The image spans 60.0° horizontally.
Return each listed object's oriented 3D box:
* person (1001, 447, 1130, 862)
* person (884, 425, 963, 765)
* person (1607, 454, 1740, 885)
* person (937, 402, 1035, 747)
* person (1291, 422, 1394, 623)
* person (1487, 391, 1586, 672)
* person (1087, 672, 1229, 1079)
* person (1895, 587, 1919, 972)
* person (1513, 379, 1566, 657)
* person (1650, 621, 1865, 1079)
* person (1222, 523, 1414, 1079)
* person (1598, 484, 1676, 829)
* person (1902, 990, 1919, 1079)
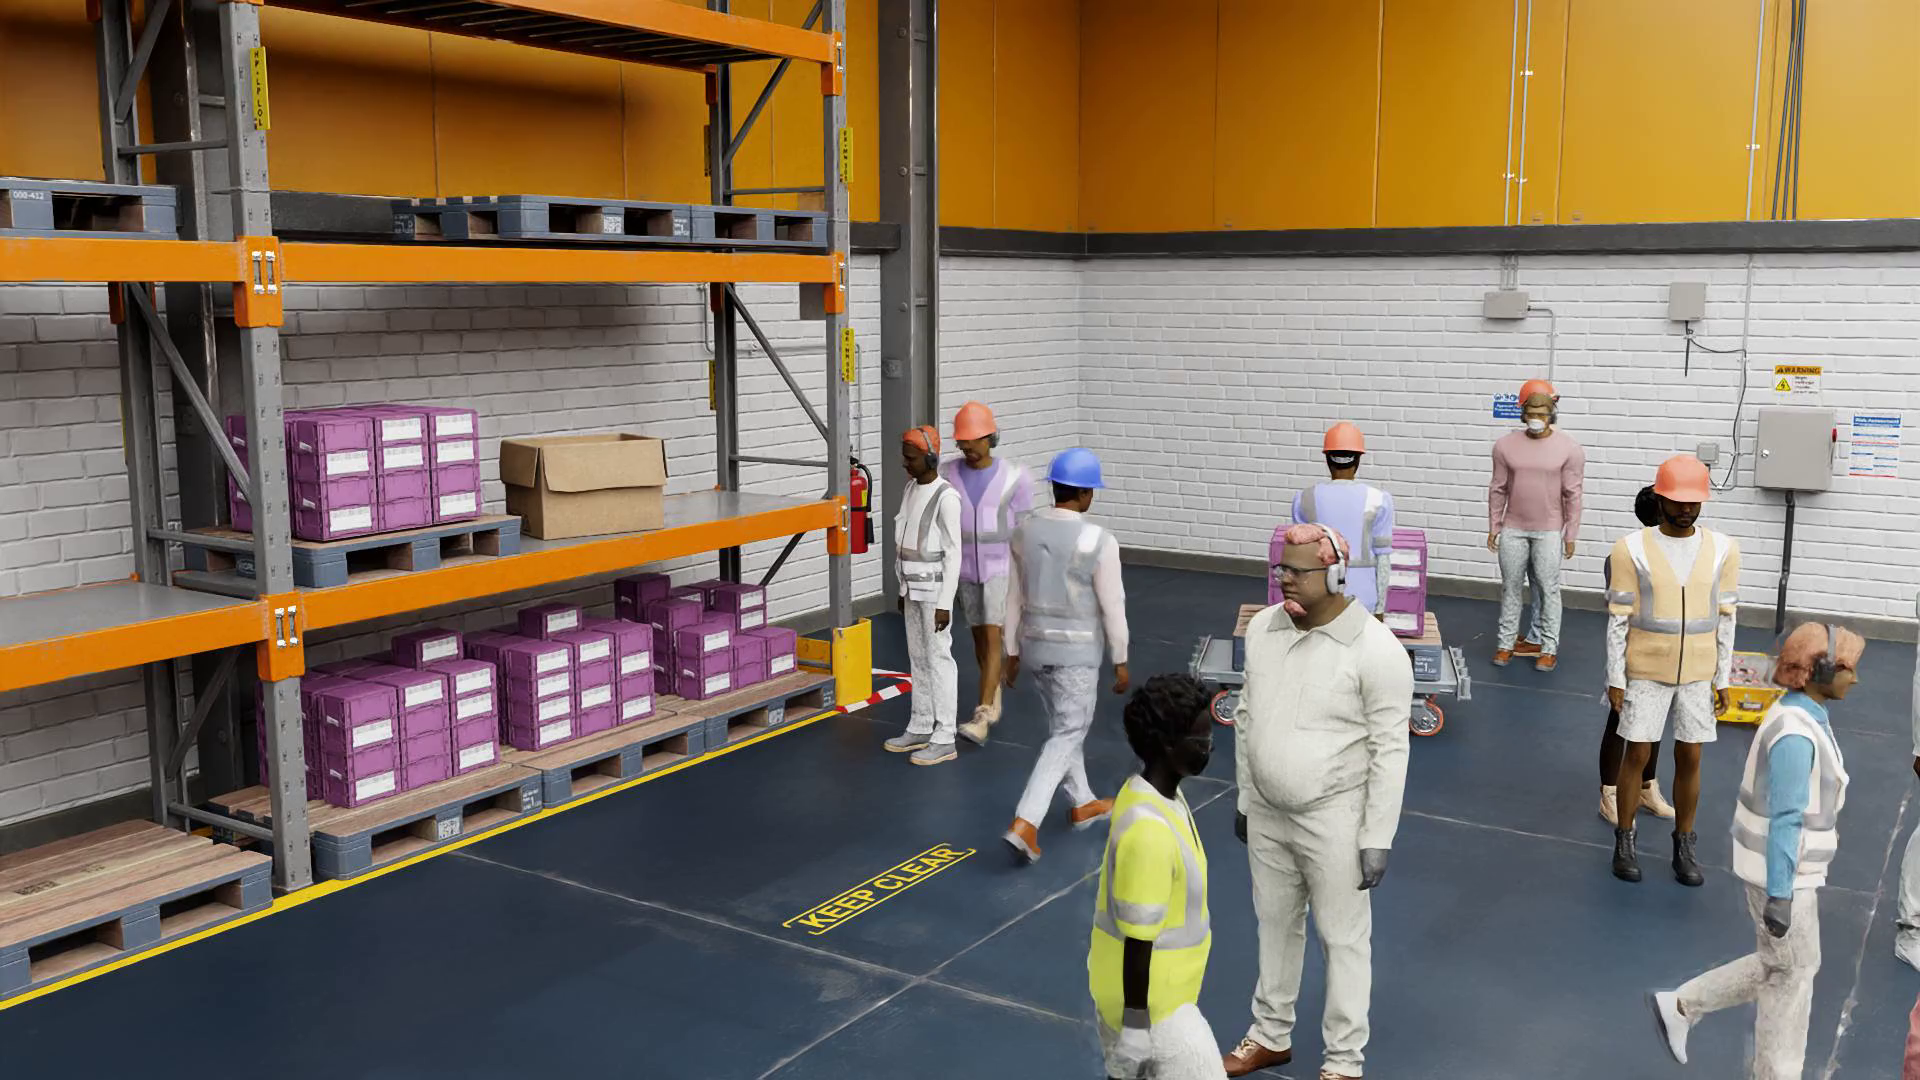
[{"bbox_3d":[0.467,0.517,7.792,0.623,1.909,0.943,7,11,40],"label":"person"},{"bbox_3d":[-0.193,0.300,9.267,0.356,1.887,0.573,-5,10,-28],"label":"person"},{"bbox_3d":[3.140,0.577,7.353,0.539,1.929,0.388,1,9,7],"label":"person"},{"bbox_3d":[0.108,0.187,9.683,0.613,1.974,1.050,3,9,18],"label":"person"},{"bbox_3d":[2.064,0.321,9.045,0.541,1.920,0.418,3,9,19],"label":"person"},{"bbox_3d":[3.965,-0.062,11.492,0.631,1.932,0.363,6,11,36],"label":"person"},{"bbox_3d":[0.590,1.168,4.303,0.671,1.672,0.553,1,9,6],"label":"person"},{"bbox_3d":[3.883,0.735,6.385,0.585,1.911,0.390,-3,9,-18],"label":"person"},{"bbox_3d":[4.129,-0.155,11.904,0.402,1.984,0.613,6,10,33],"label":"person"},{"bbox_3d":[2.529,1.046,5.268,0.525,1.618,0.560,5,10,29],"label":"person"},{"bbox_3d":[1.120,0.889,5.375,0.399,1.909,0.642,-7,11,-38],"label":"person"},{"bbox_3d":[3.383,0.562,8.175,0.531,1.698,0.320,-4,9,-23],"label":"person"},{"bbox_3d":[2.031,1.240,2.990,0.629,1.940,0.379,8,12,40],"label":"person"}]
